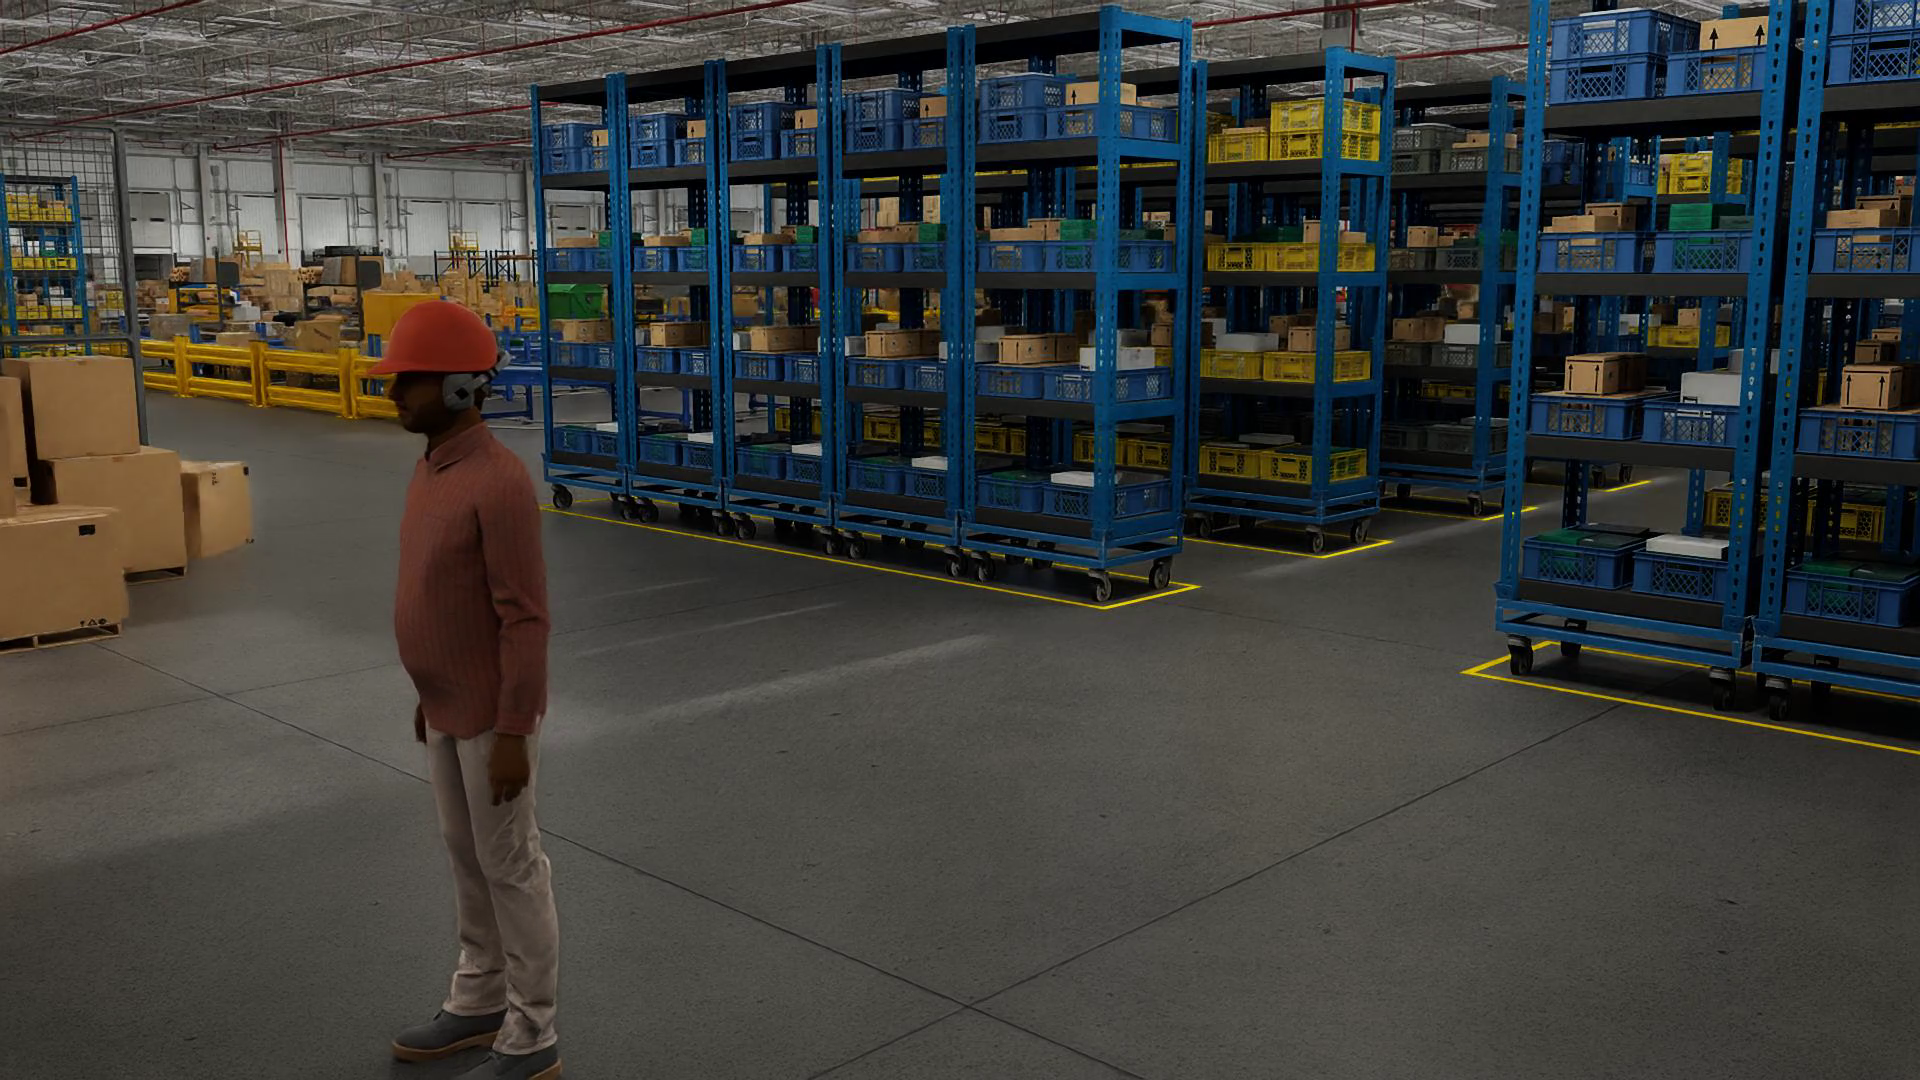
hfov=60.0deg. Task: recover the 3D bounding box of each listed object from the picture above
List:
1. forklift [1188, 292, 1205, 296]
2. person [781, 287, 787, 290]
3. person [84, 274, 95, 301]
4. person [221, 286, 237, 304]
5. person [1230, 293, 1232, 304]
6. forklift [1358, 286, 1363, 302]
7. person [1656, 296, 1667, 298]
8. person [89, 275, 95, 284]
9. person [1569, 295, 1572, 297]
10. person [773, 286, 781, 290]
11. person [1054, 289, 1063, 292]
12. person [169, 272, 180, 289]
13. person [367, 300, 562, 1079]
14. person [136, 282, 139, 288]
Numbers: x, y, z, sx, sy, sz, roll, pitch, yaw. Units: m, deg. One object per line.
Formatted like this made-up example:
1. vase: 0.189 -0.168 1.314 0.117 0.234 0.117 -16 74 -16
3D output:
1. forklift: 8.219 -9.509 62.248 1.873 2.768 1.129 9 13 43
2. person: -7.773 -10.880 74.286 0.565 1.677 0.552 -4 10 -22
3. person: -29.684 -8.134 56.793 0.952 1.910 0.634 -3 10 -20
4. person: -16.543 -4.987 37.630 0.312 1.865 0.535 3 10 15
5. person: 6.367 -5.165 38.521 0.638 1.922 0.786 6 11 31
6. forklift: 11.100 -7.017 46.970 1.873 2.768 1.129 9 13 43
7. person: 12.628 -3.691 29.661 0.846 1.878 0.648 0 9 2
8. person: -41.098 -11.618 78.465 0.641 1.813 0.645 -3 10 -20
9. person: 12.842 -4.497 34.775 0.648 1.820 0.606 -9 13 -43
10. person: -8.787 -11.793 79.253 0.603 1.900 0.724 -2 9 -11
11. person: 3.490 -8.355 58.846 0.540 1.680 0.583 -9 13 -43
12. person: -38.371 -12.155 81.178 0.612 1.995 0.382 3 10 17
13. person: -1.228 0.407 4.152 0.391 1.995 0.613 -7 11 -36
14. person: -27.027 -7.767 54.136 0.772 2.000 0.726 -9 13 -44
